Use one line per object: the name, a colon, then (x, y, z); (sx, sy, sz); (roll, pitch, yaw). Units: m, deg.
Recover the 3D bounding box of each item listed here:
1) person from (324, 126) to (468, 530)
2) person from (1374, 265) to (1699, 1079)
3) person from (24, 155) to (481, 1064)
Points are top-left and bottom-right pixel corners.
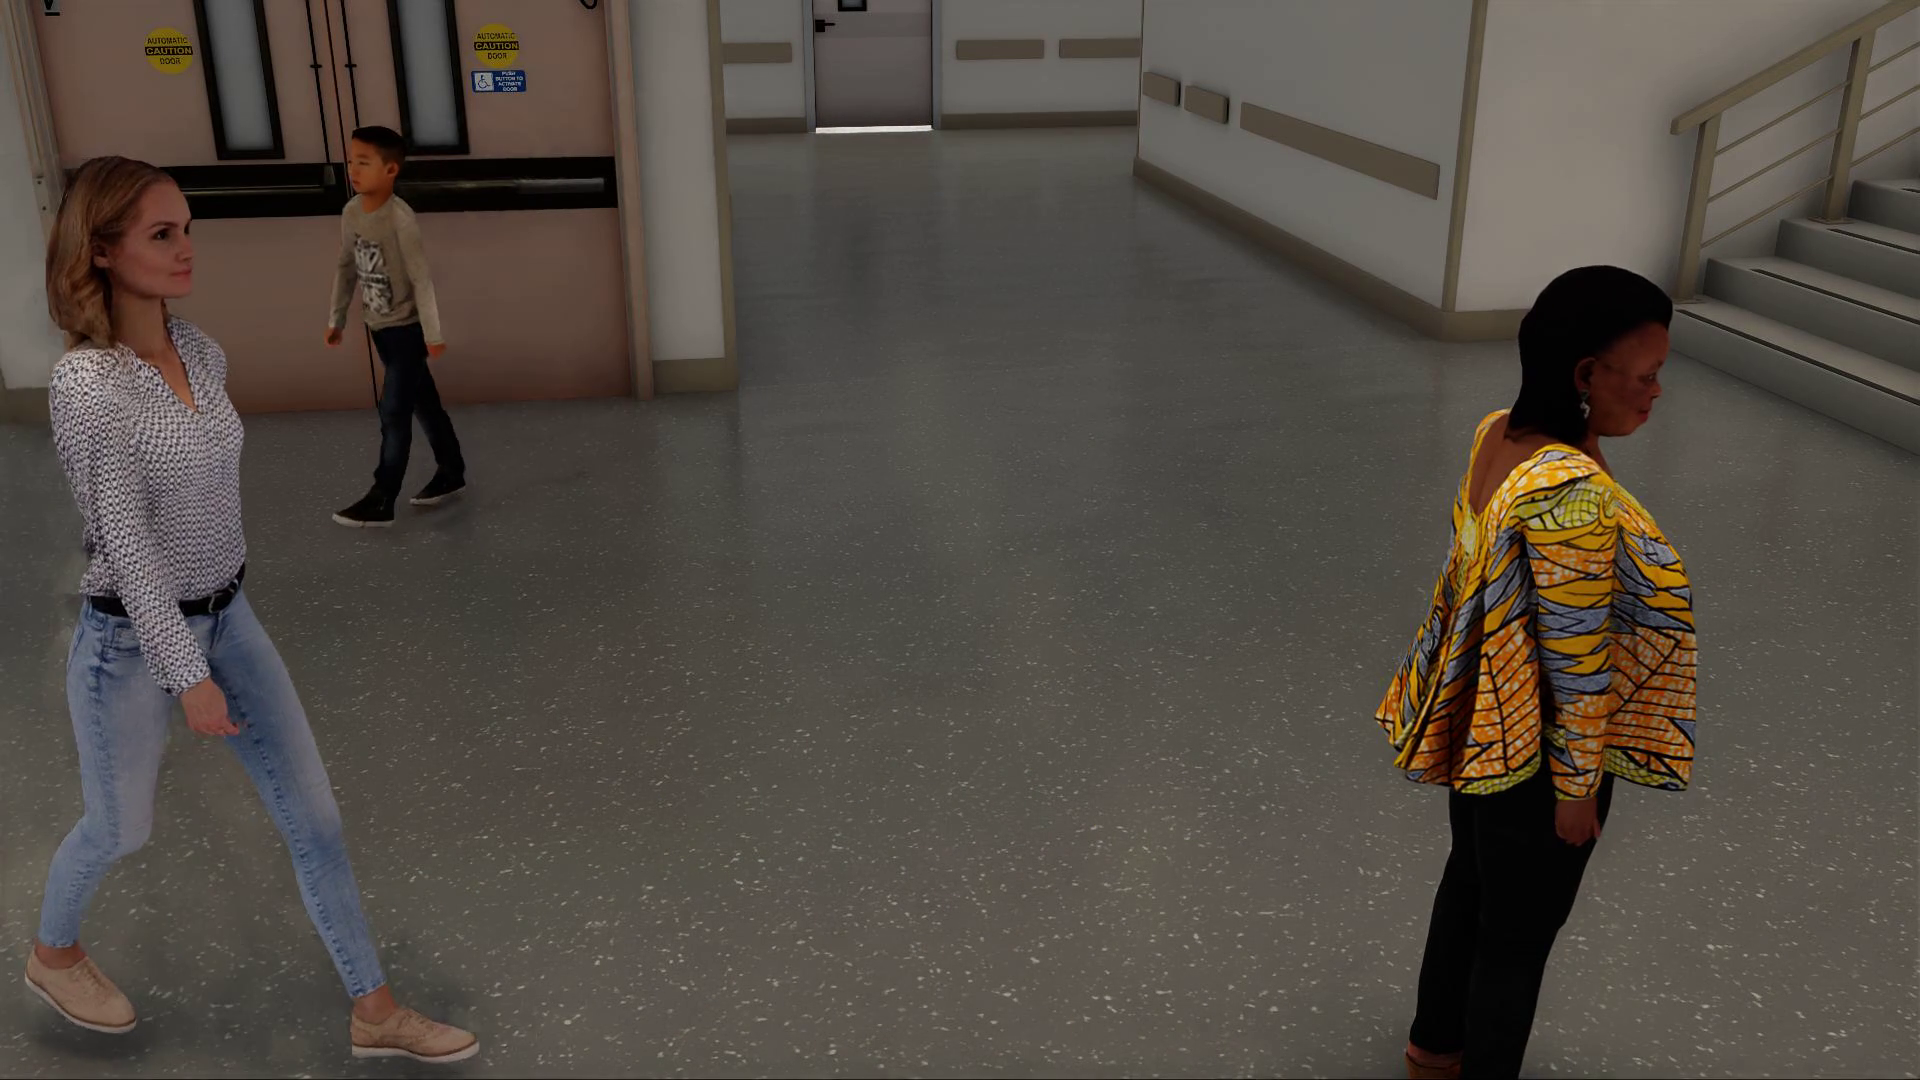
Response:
person: (-2.025, -0.799, 6.203); (0.873, 1.441, 0.961); (17, 26, 37)
person: (0.976, 0.345, 2.892); (0.800, 1.649, 0.764); (0, 21, 0)
person: (-1.535, 0.228, 3.065); (1.284, 1.743, 0.967); (5, 21, 14)
